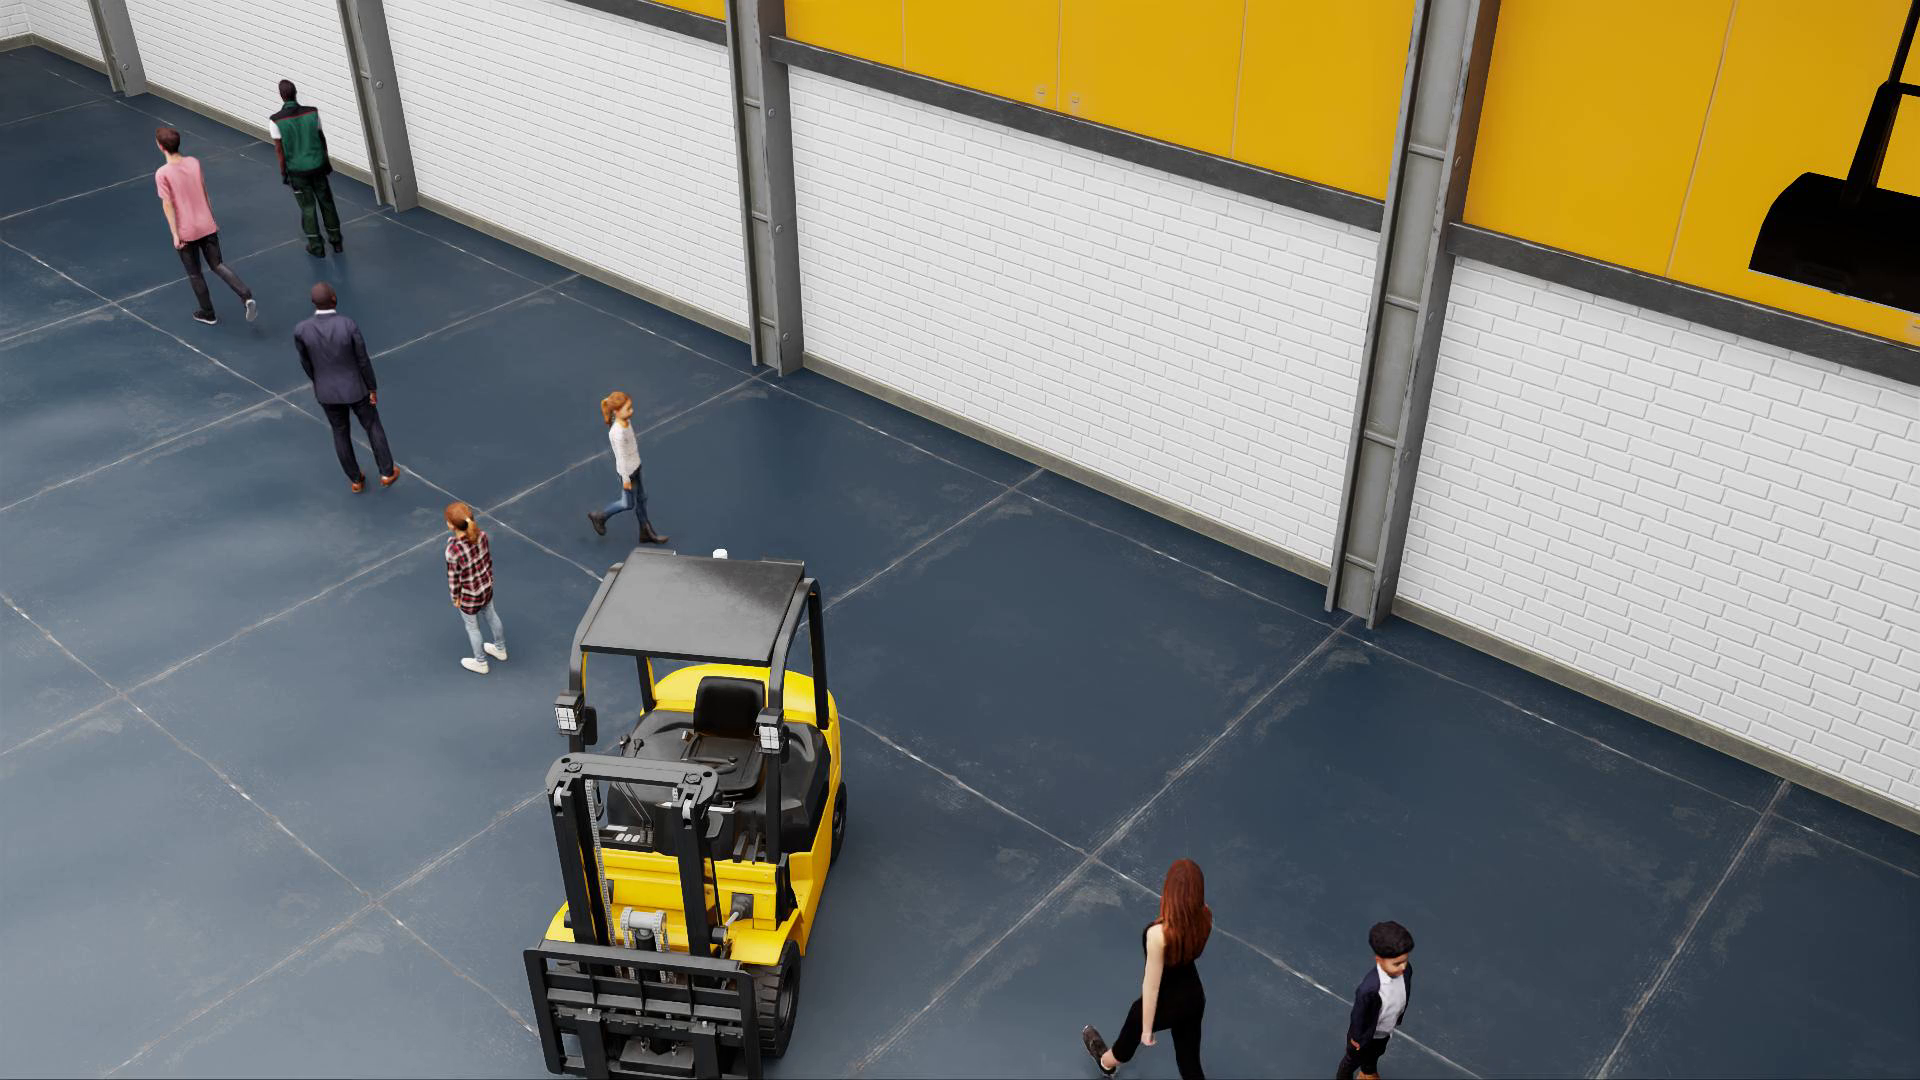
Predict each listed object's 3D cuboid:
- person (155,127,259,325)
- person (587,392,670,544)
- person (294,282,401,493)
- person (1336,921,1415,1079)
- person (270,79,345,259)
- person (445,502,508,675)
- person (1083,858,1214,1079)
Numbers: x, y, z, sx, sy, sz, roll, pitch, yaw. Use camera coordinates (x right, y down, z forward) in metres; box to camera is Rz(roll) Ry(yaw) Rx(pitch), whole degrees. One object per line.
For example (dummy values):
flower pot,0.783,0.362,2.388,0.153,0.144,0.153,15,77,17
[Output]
person,-7.080,-2.876,15.519,1.097,1.943,0.745,18,38,25
person,-2.562,-0.525,12.561,0.884,1.301,0.756,2,34,3
person,-4.858,-1.158,13.046,0.859,1.820,0.917,-3,34,-5
person,2.064,2.364,8.286,0.551,1.223,0.548,-19,38,-26
person,-6.679,-3.796,16.998,0.730,1.838,0.663,-24,40,-31
person,-3.298,0.315,11.295,0.534,1.305,0.552,19,38,26
person,1.073,2.300,7.973,0.806,1.676,1.210,-23,40,-30
